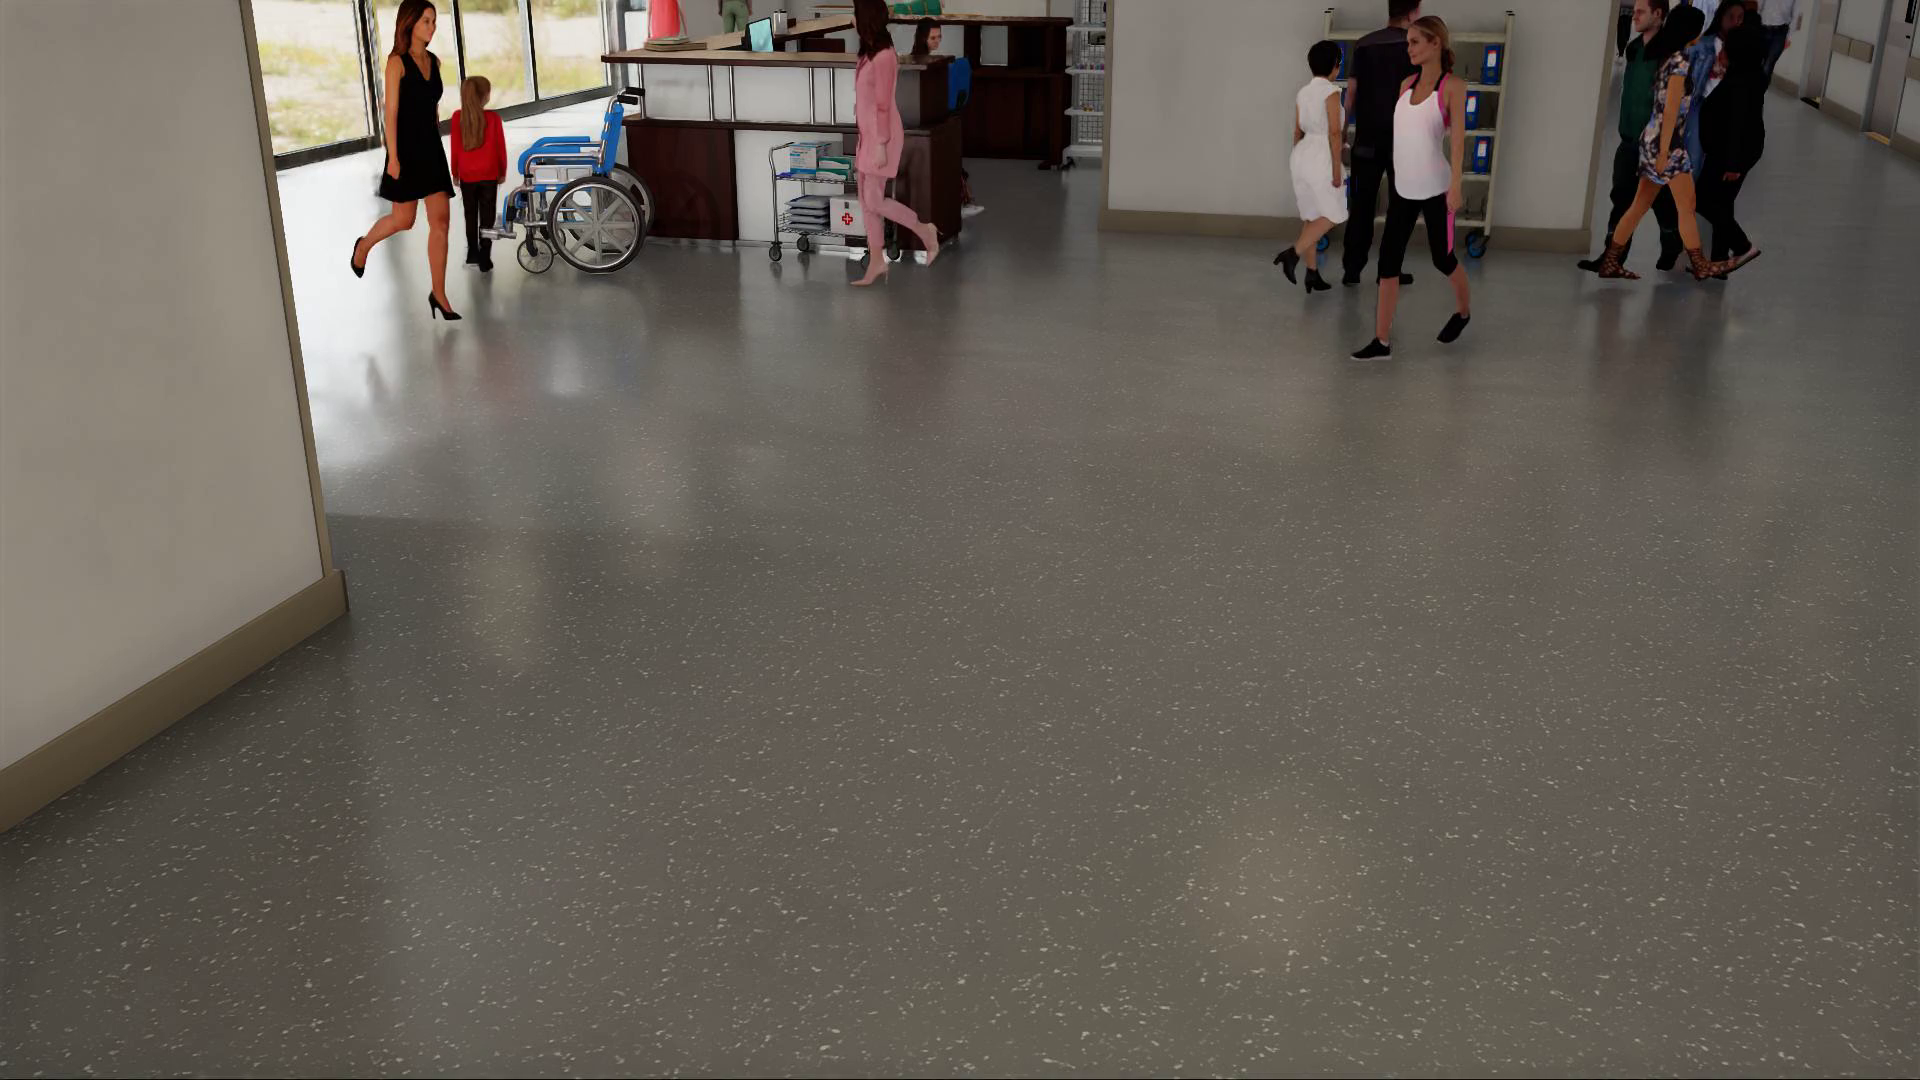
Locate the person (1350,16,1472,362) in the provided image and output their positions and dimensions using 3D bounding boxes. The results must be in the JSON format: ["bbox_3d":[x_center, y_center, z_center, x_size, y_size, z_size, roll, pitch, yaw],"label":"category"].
[{"bbox_3d":[2.508,-1.799,8.733,1.185,1.732,1.212,-15,25,-35],"label":"person"}]

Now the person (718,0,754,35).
[{"bbox_3d":[-3.271,-7.723,24.172,0.585,1.876,0.771,2,21,6],"label":"person"}]

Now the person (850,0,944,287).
[{"bbox_3d":[-0.427,-2.486,10.477,0.981,1.782,0.872,-7,22,-18],"label":"person"}]

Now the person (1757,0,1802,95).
[{"bbox_3d":[9.677,-6.003,19.750,0.896,1.792,0.926,19,28,41],"label":"person"}]

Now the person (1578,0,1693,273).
[{"bbox_3d":[4.522,-2.599,10.762,1.223,1.792,1.139,-11,23,-27],"label":"person"}]

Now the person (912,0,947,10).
[{"bbox_3d":[-0.548,-8.408,26.204,1.094,1.718,1.212,-14,25,-32],"label":"person"}]

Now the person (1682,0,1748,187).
[{"bbox_3d":[5.352,-3.007,11.978,0.811,1.693,0.767,2,21,6],"label":"person"}]

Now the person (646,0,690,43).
[{"bbox_3d":[-3.498,-5.958,19.651,1.105,1.778,0.747,3,21,9],"label":"person"}]

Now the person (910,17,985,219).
[{"bbox_3d":[-0.347,-3.160,12.618,1.006,1.526,0.787,-1,21,-4],"label":"person"}]

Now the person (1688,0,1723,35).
[{"bbox_3d":[10.328,-7.252,23.072,1.081,1.774,0.697,5,21,12],"label":"person"}]

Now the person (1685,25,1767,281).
[{"bbox_3d":[5.011,-2.442,10.617,0.800,1.601,0.745,13,24,30],"label":"person"}]

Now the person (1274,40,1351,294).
[{"bbox_3d":[2.143,-2.275,10.283,0.894,1.525,0.829,-8,22,-20],"label":"person"}]

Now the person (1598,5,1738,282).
[{"bbox_3d":[4.363,-2.465,10.539,1.062,1.699,0.695,4,21,10],"label":"person"}]

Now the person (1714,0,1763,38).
[{"bbox_3d":[7.517,-4.546,16.185,0.997,1.591,0.784,3,21,7],"label":"person"}]

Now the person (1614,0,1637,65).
[{"bbox_3d":[10.373,-8.300,25.881,0.967,1.744,0.791,1,21,4],"label":"person"}]

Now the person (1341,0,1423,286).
[{"bbox_3d":[2.707,-2.517,10.483,0.779,1.836,0.953,7,22,19],"label":"person"}]

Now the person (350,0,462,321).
[{"bbox_3d":[-3.209,-2.166,9.596,1.020,1.808,0.680,9,23,23],"label":"person"}]

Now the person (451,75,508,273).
[{"bbox_3d":[-3.173,-2.397,10.968,0.547,1.269,0.647,-3,21,-9],"label":"person"}]
